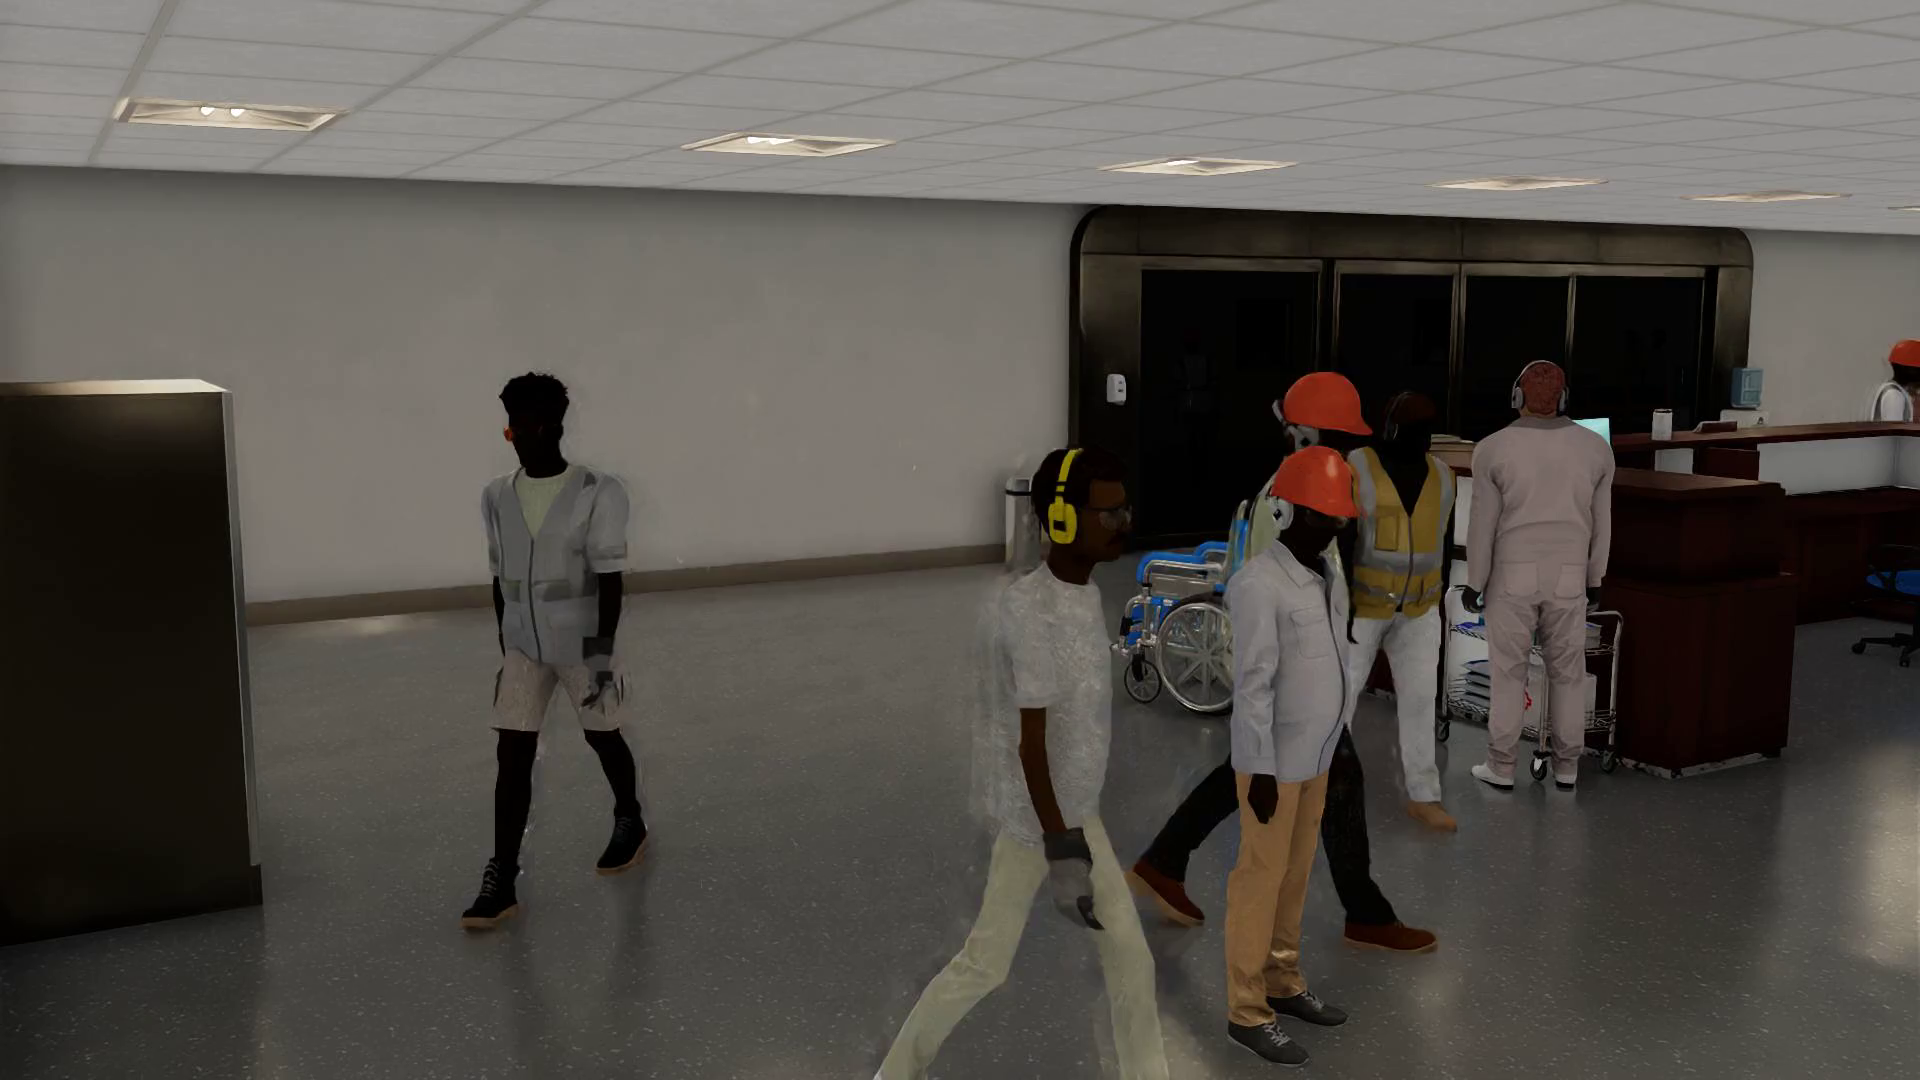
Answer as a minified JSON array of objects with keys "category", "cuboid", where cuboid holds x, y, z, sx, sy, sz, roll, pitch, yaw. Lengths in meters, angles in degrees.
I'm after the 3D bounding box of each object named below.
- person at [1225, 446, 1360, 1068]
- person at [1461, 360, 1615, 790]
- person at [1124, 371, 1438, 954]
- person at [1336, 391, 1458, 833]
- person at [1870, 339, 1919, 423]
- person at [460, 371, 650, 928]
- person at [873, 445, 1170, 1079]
[{"category":"person","cuboid":[0.973,0.599,4.792,0.339,1.747,0.563,6,10,36]},{"category":"person","cuboid":[2.549,0.159,7.400,0.636,1.911,0.406,0,8,-1]},{"category":"person","cuboid":[1.051,0.404,5.572,1.034,1.945,0.626,1,8,10]},{"category":"person","cuboid":[1.818,0.267,7.088,0.631,1.800,0.917,-1,8,-9]},{"category":"person","cuboid":[7.162,-0.571,12.686,0.653,1.906,0.579,4,9,29]},{"category":"person","cuboid":[-1.449,0.351,5.987,0.604,1.921,1.003,2,8,14]},{"category":"person","cuboid":[0.191,0.673,4.033,1.006,1.824,0.529,5,9,30]}]
